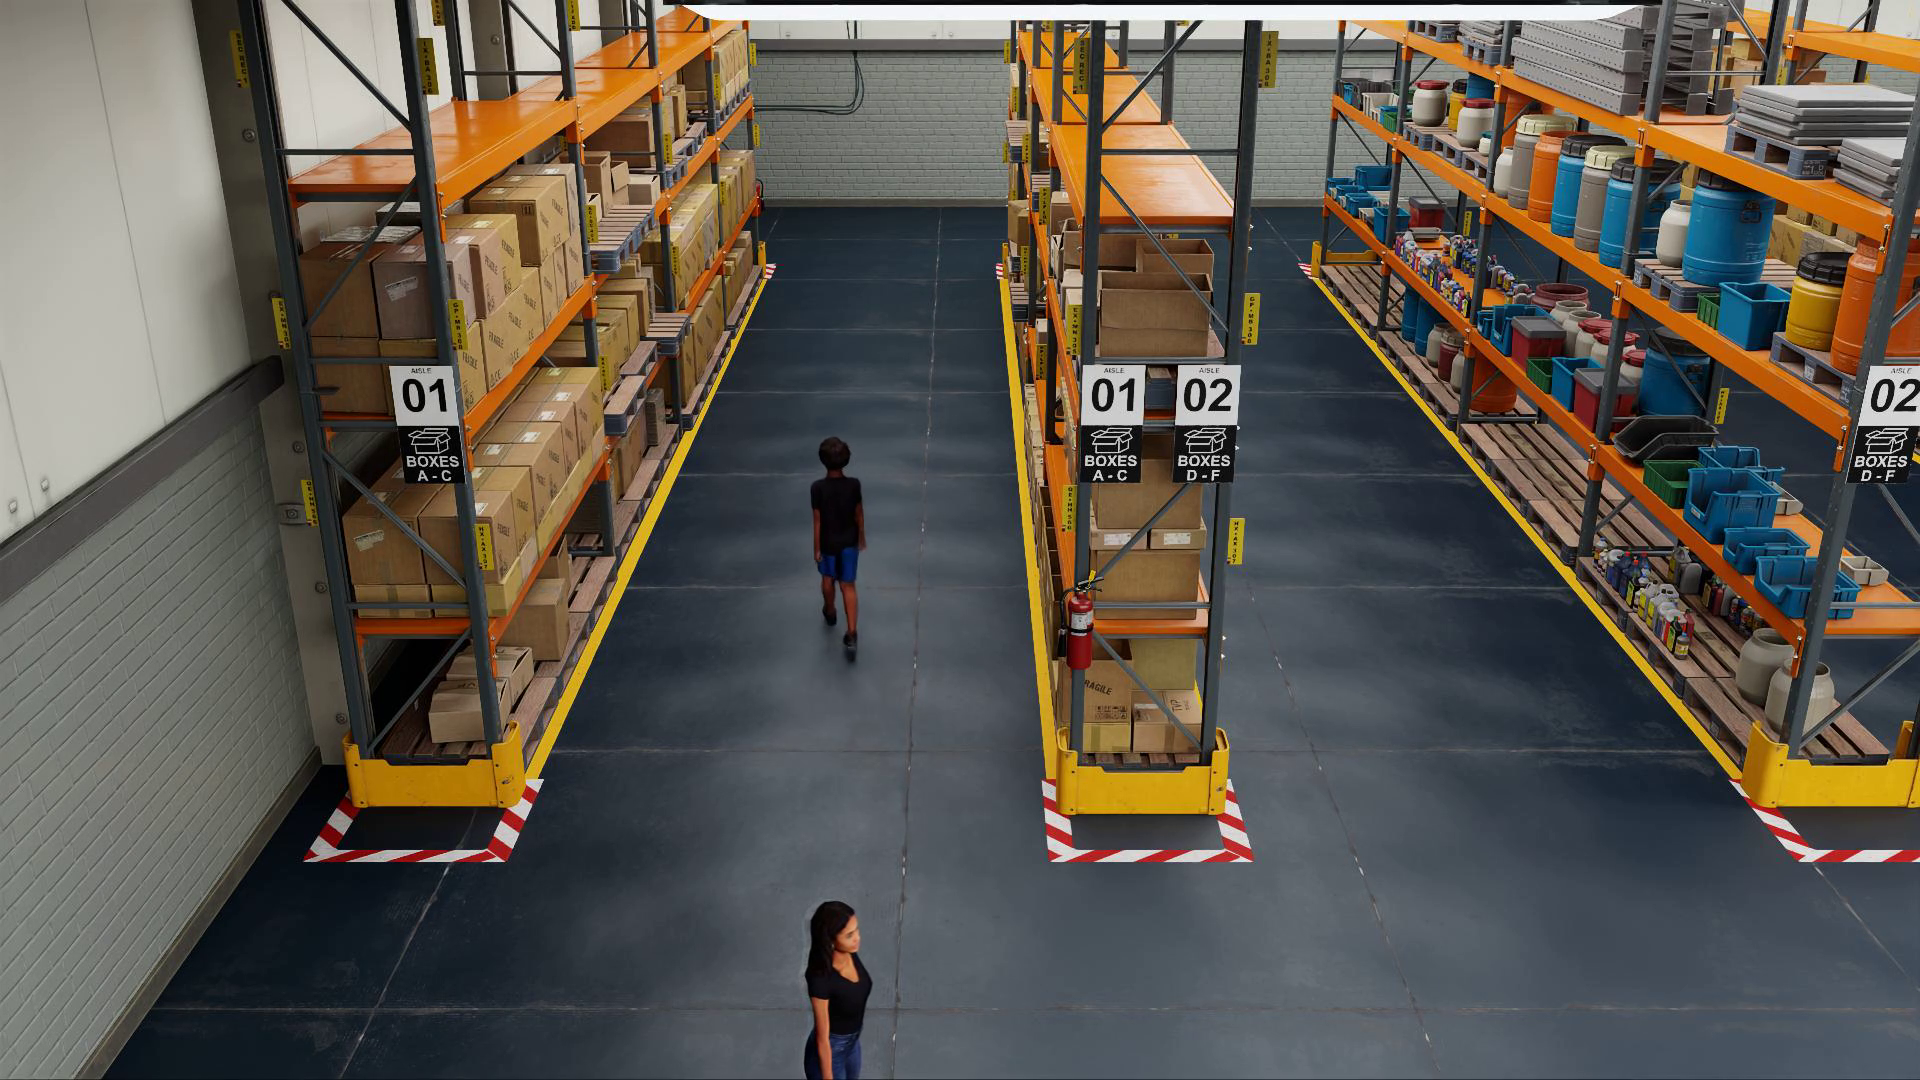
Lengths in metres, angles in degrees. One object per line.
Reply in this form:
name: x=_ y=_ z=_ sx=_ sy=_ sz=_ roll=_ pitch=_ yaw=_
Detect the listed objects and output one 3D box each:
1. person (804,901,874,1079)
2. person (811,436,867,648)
person: x=-0.601 y=2.455 z=7.894 sx=0.688 sy=1.738 sz=0.557 roll=6 pitch=23 yaw=14
person: x=-0.987 y=0.057 z=13.734 sx=0.824 sy=1.757 sz=1.237 roll=-5 pitch=23 yaw=-13
